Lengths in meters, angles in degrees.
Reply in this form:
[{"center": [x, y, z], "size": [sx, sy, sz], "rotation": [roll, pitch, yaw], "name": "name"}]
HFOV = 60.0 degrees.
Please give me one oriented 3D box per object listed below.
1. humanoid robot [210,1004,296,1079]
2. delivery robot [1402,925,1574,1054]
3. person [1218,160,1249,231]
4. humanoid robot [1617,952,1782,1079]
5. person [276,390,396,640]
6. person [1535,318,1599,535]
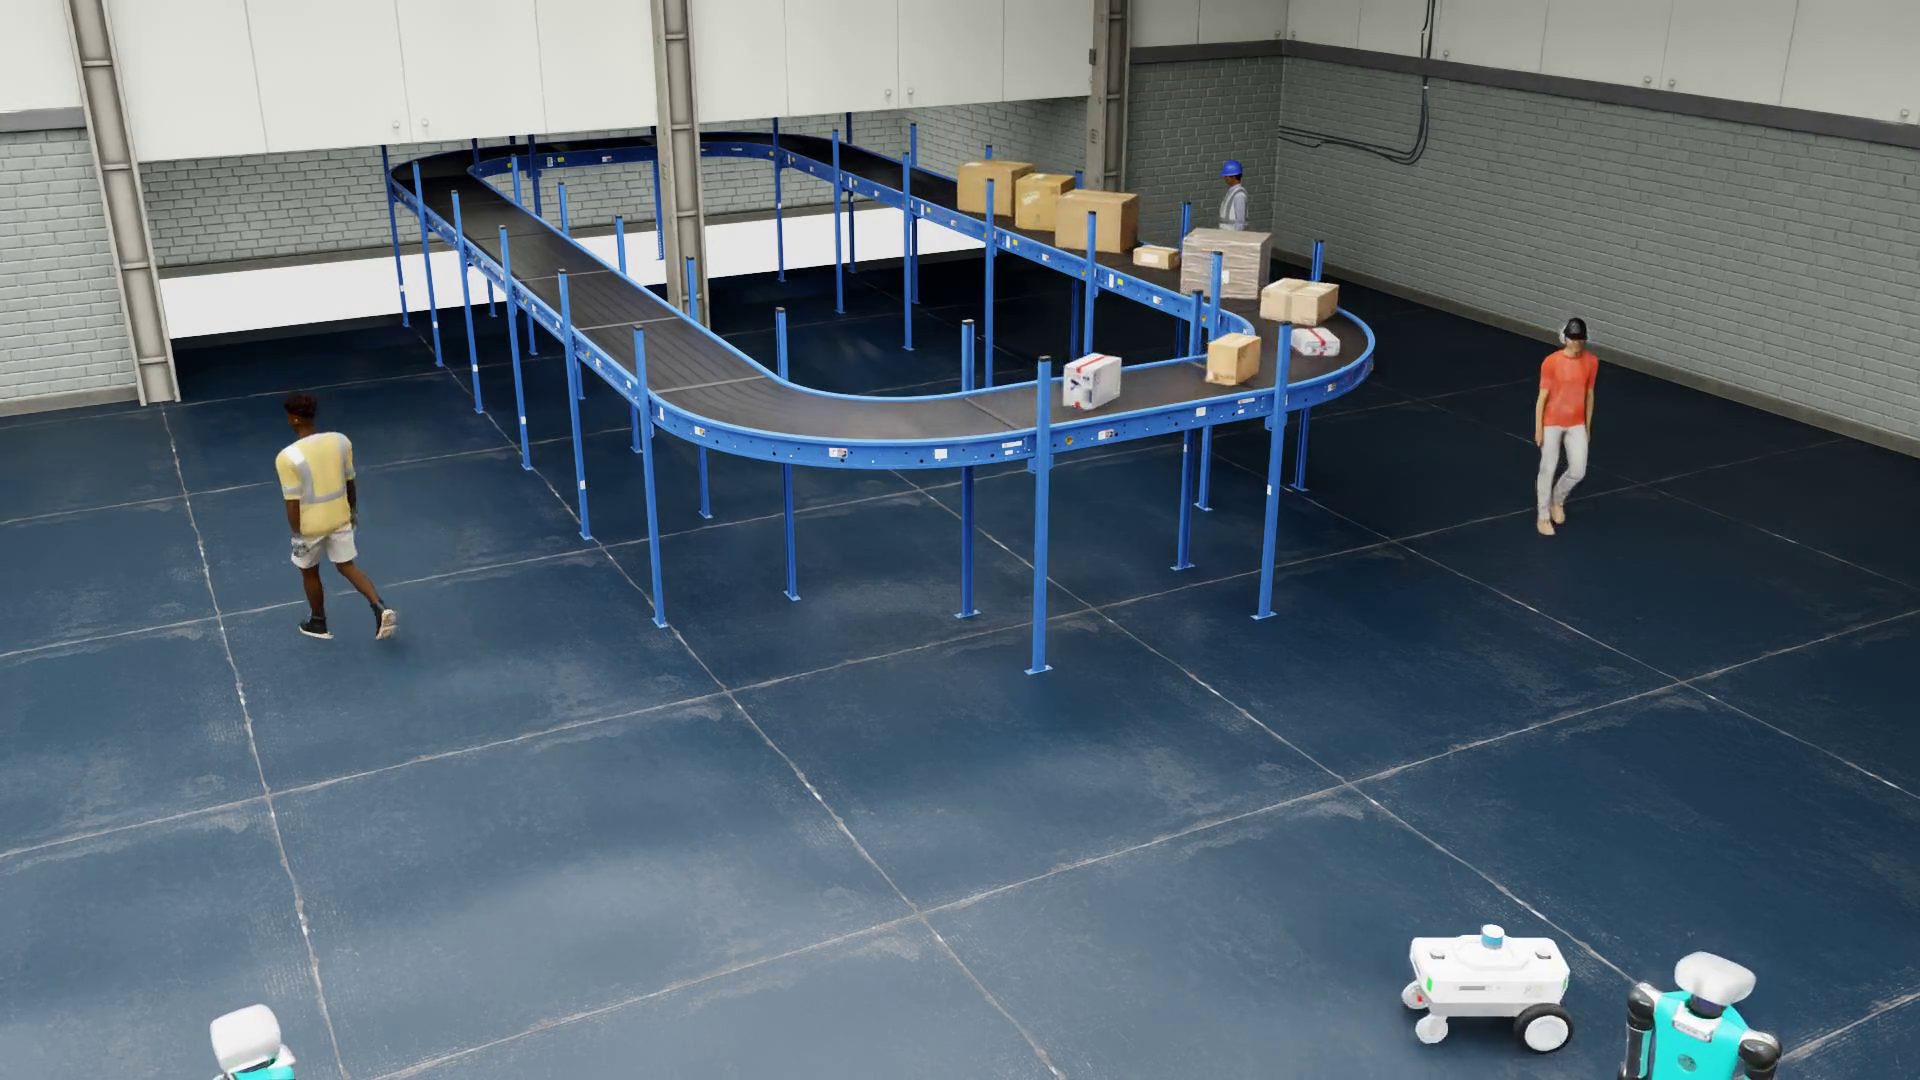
[{"center": [-2.607, 2.513, 5.748], "size": [0.800, 1.796, 0.530], "rotation": [-18, 28, -37], "name": "humanoid robot"}, {"center": [2.601, 2.171, 8.149], "size": [0.804, 0.610, 0.499], "rotation": [0, 22, 0], "name": "delivery robot"}, {"center": [3.464, -3.862, 21.199], "size": [0.397, 1.938, 0.602], "rotation": [-1, 22, -1], "name": "person"}, {"center": [2.876, 2.266, 6.386], "size": [0.547, 1.832, 0.870], "rotation": [20, 30, 41], "name": "humanoid robot"}, {"center": [-4.563, -0.143, 12.011], "size": [0.838, 1.937, 0.605], "rotation": [14, 26, 30], "name": "person"}, {"center": [5.104, -0.950, 14.053], "size": [0.498, 1.896, 0.436], "rotation": [1, 22, 1], "name": "person"}]
